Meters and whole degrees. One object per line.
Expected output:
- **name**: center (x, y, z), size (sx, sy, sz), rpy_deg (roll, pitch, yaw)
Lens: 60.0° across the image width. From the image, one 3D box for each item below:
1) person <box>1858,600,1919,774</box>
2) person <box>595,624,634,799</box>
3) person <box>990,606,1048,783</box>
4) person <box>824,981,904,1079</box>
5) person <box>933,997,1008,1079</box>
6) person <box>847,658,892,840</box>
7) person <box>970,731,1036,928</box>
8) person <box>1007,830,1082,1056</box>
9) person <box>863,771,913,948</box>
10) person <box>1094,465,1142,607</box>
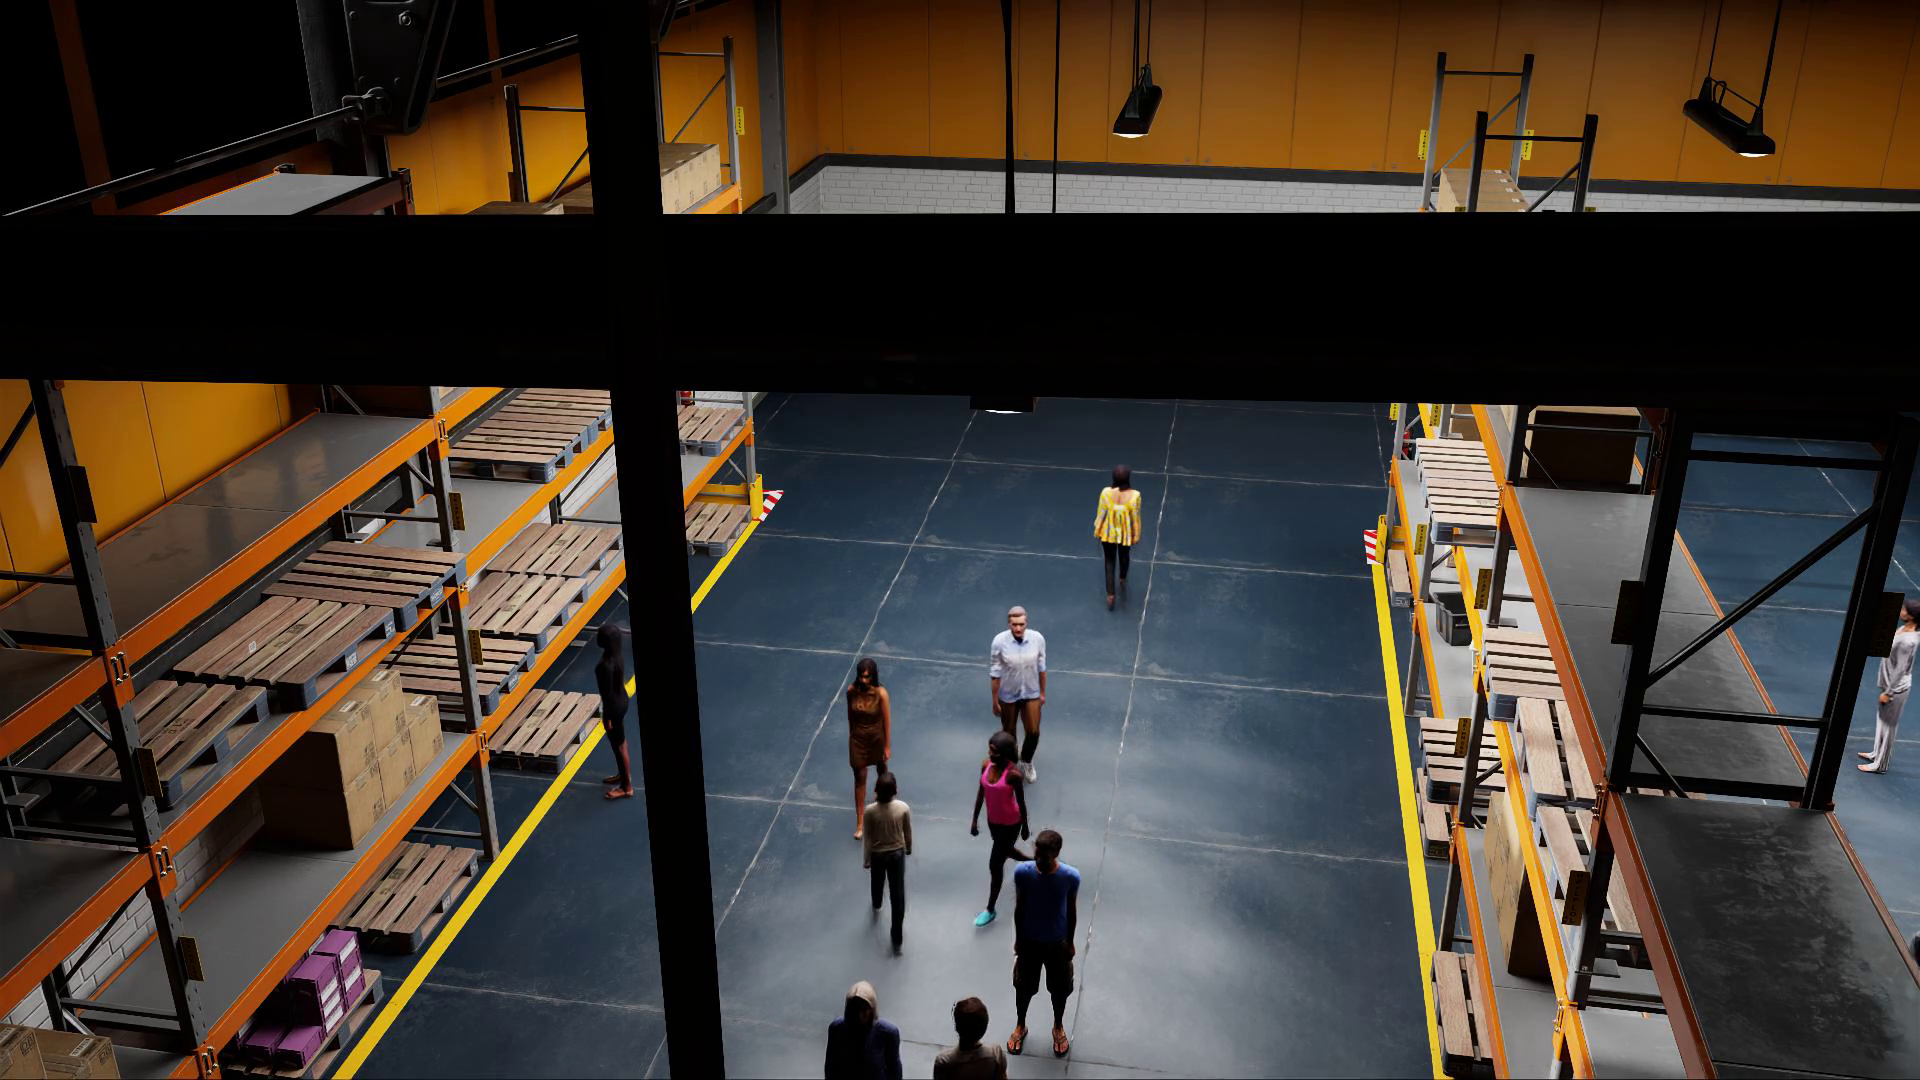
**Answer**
- **person**: center (8.782, 1.364, 15.601), size (0.720, 1.773, 0.590), rpy_deg (14, 27, 29)
- **person**: center (-3.160, 1.550, 15.237), size (0.730, 1.724, 0.575), rpy_deg (-2, 24, -6)
- **person**: center (0.529, 1.382, 15.513), size (0.792, 1.811, 0.768), rpy_deg (-4, 24, -8)
- **person**: center (-0.616, 3.548, 10.643), size (0.662, 1.744, 0.552), rpy_deg (2, 24, 5)
- **person**: center (0.061, 3.628, 10.271), size (0.738, 1.894, 0.705), rpy_deg (-6, 24, -13)
- **person**: center (-0.771, 1.770, 14.852), size (0.600, 1.630, 1.078), rpy_deg (5, 24, 11)
- **person**: center (0.417, 2.282, 13.612), size (0.990, 1.684, 1.177), rpy_deg (21, 31, 40)
- **person**: center (0.612, 2.869, 12.047), size (0.663, 1.863, 0.573), rpy_deg (3, 24, 6)
- **person**: center (-0.565, 2.572, 13.275), size (0.753, 1.423, 1.066), rpy_deg (-3, 24, -6)
- **person**: center (1.789, -0.021, 18.980), size (0.748, 1.606, 1.058), rpy_deg (2, 24, 4)
